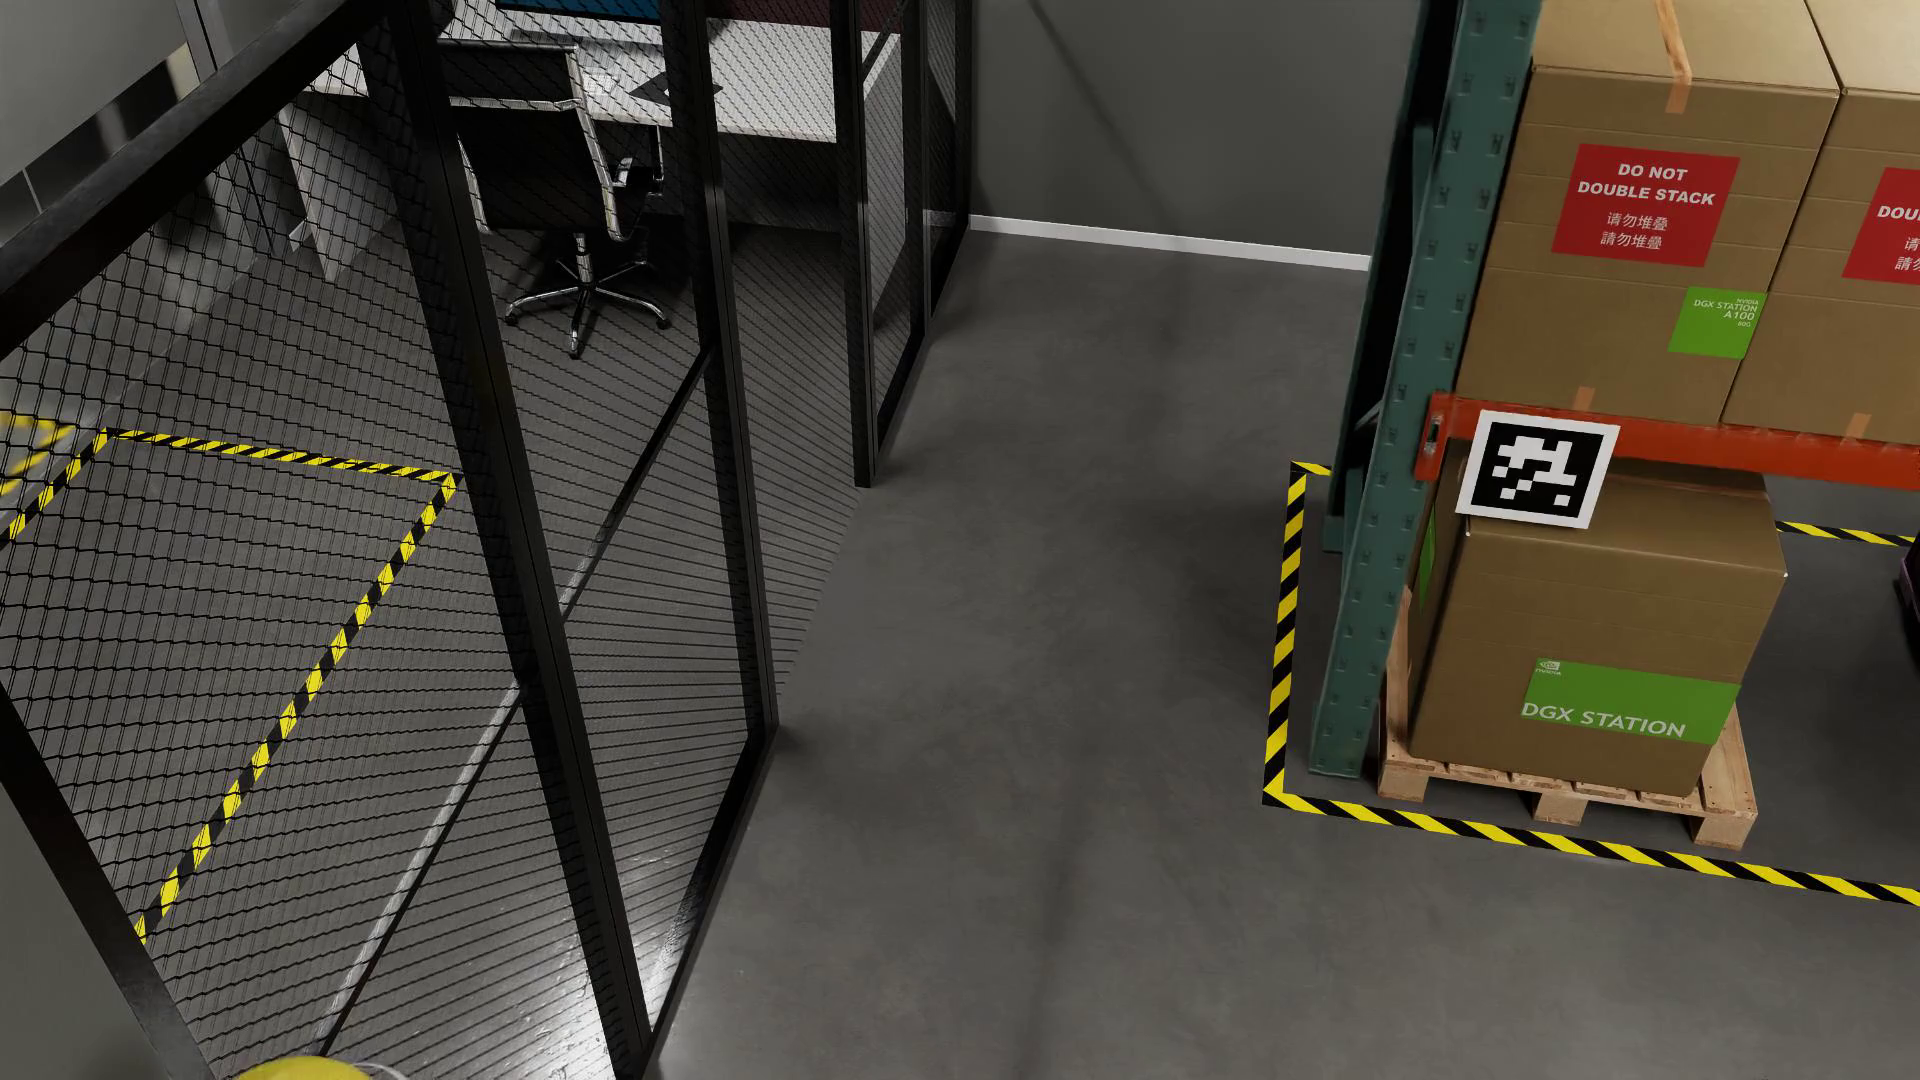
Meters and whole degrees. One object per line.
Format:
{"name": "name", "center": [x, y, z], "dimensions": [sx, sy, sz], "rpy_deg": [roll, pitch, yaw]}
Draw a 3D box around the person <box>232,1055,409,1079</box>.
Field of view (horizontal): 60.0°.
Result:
{"name": "person", "center": [-0.670, 1.226, 2.165], "dimensions": [0.586, 1.835, 0.404], "rpy_deg": [13, 43, 15]}
